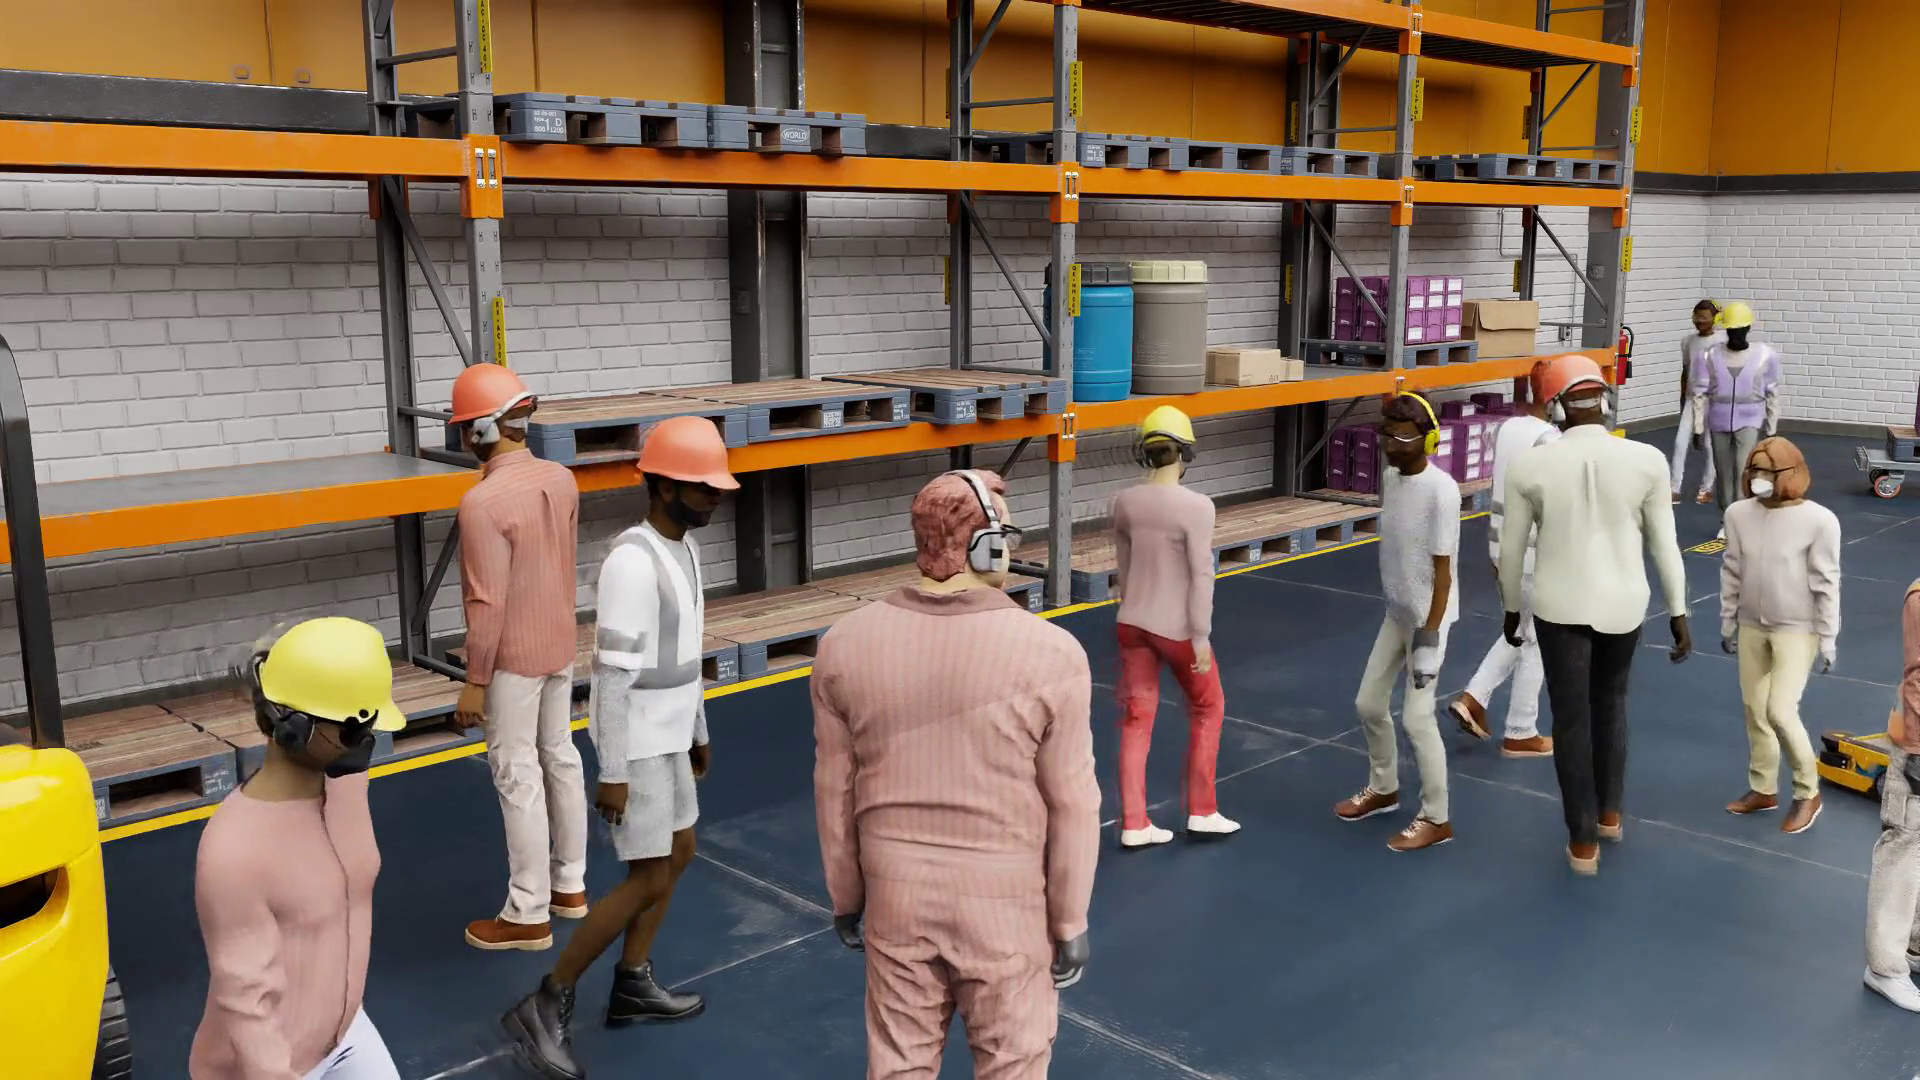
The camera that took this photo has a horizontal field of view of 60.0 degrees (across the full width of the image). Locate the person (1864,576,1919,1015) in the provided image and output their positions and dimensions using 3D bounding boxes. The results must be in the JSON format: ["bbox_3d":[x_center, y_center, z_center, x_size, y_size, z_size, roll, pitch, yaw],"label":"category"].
[{"bbox_3d":[3.092,0.646,5.219,0.515,1.639,0.314,-7,12,-33],"label":"person"}]

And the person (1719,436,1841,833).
[{"bbox_3d":[3.322,0.377,6.776,0.383,1.606,0.513,-6,12,-30],"label":"person"}]

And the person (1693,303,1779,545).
[{"bbox_3d":[5.987,-0.887,12.899,0.593,1.878,0.883,7,12,32],"label":"person"}]

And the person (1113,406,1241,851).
[{"bbox_3d":[0.848,0.345,6.568,0.667,1.732,0.551,-9,14,-40],"label":"person"}]

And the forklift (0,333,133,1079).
[{"bbox_3d":[-3.289,0.485,4.582,1.214,2.155,2.313,-10,14,-44],"label":"forklift"}]

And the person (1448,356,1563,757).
[{"bbox_3d":[2.590,0.094,7.595,0.452,1.870,0.599,-3,11,-14],"label":"person"}]

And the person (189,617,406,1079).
[{"bbox_3d":[-1.173,0.983,3.132,0.733,1.713,0.540,2,11,11],"label":"person"}]

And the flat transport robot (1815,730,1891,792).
[{"bbox_3d":[4.339,1.032,6.841,0.652,0.197,1.431,-5,11,-23],"label":"flat transport robot"}]

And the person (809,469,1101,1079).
[{"bbox_3d":[0.003,0.790,3.712,0.642,1.905,0.399,4,11,19],"label":"person"}]

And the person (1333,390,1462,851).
[{"bbox_3d":[1.749,0.325,6.453,0.457,1.828,0.606,-3,11,-14],"label":"person"}]

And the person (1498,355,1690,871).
[{"bbox_3d":[2.446,0.259,6.500,0.692,1.938,0.815,2,11,11],"label":"person"}]

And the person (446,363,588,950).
[{"bbox_3d":[-1.507,0.395,5.637,0.393,1.986,0.609,3,11,17],"label":"person"}]

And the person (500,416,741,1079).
[{"bbox_3d":[-0.957,0.585,4.869,0.635,1.891,0.717,1,10,5],"label":"person"}]

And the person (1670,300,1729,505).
[{"bbox_3d":[6.553,-1.194,14.753,0.512,1.830,0.850,10,14,43],"label":"person"}]
